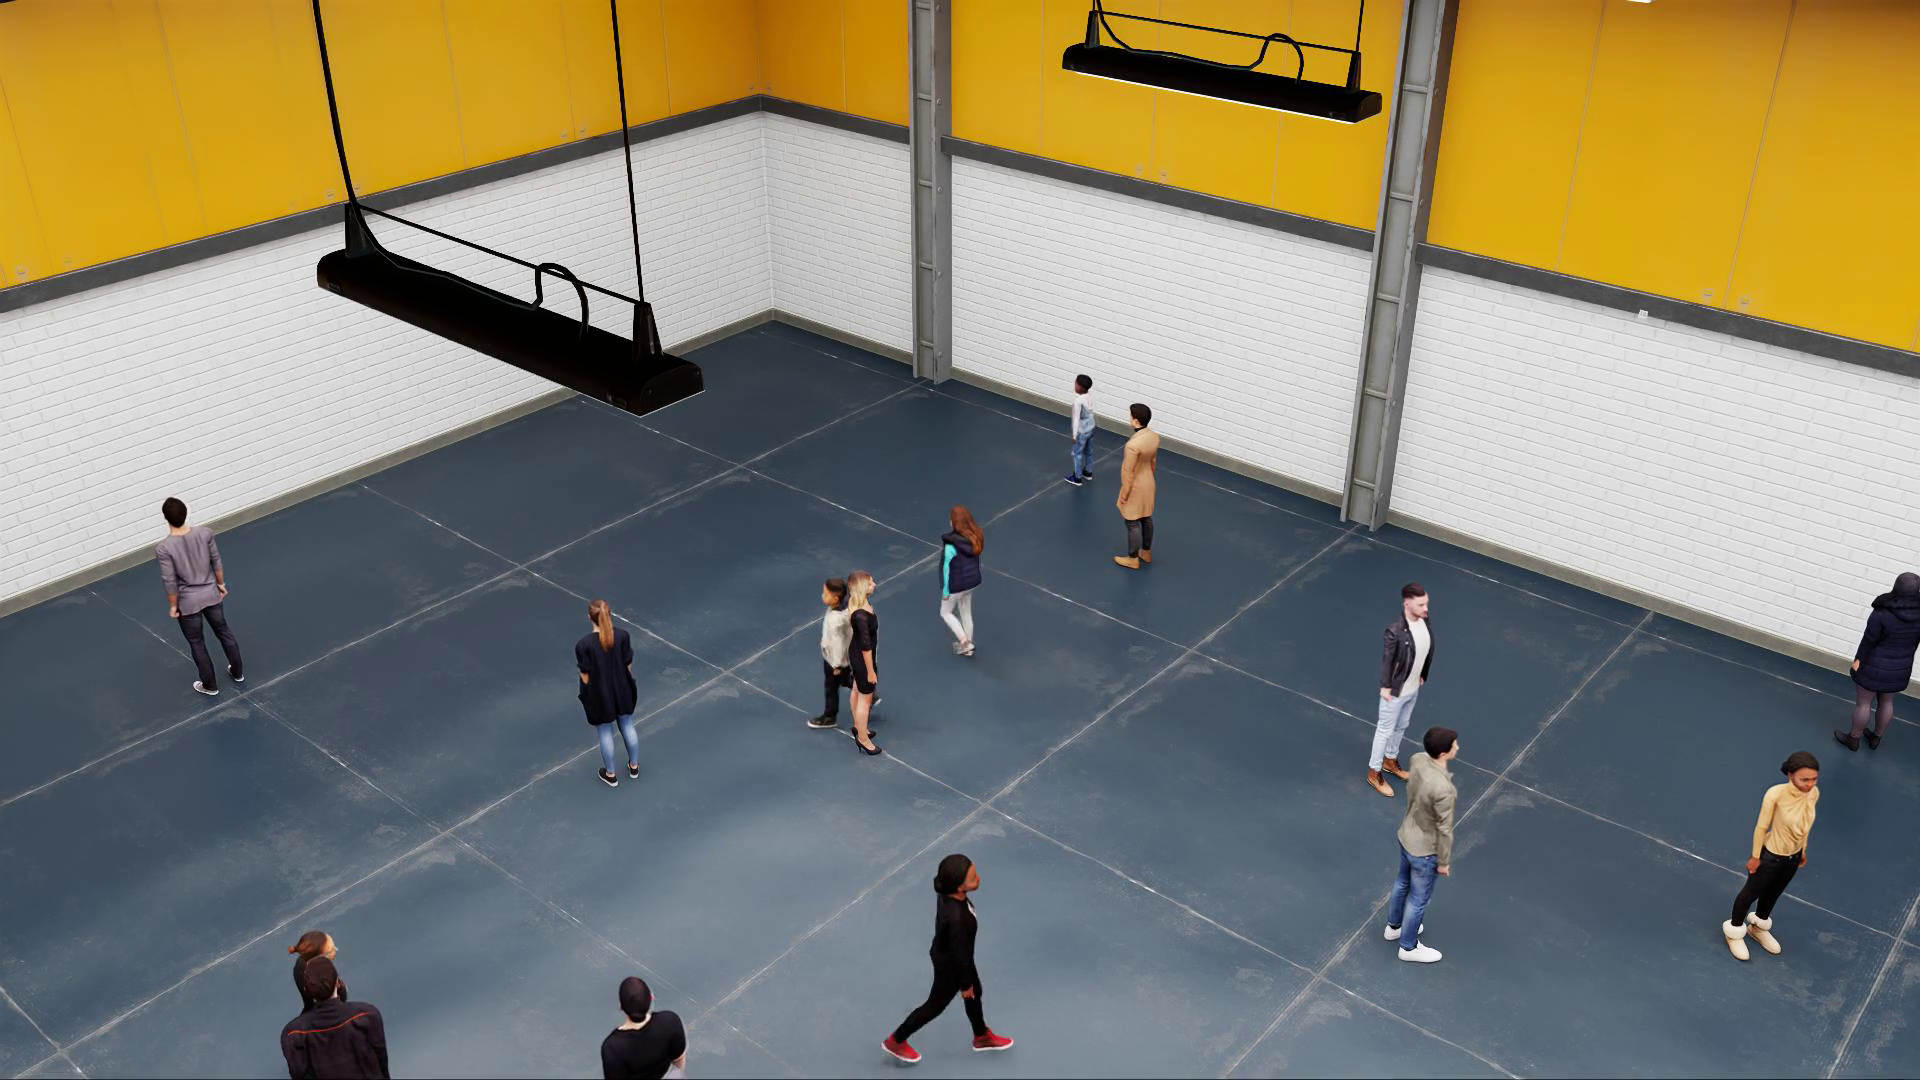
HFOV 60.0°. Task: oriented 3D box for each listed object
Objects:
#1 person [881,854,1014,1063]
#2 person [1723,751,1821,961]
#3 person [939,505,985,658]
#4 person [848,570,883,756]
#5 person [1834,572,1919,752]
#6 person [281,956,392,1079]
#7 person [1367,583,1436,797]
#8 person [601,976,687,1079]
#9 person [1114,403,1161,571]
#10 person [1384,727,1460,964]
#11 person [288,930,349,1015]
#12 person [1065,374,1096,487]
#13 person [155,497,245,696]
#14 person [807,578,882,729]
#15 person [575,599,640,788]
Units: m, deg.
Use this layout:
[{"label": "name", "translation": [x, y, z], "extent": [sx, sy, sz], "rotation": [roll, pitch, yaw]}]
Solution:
[{"label": "person", "translation": [-0.137, 2.685, 10.513], "extent": [1.139, 1.637, 1.062], "rotation": [-1, 29, -1]}, {"label": "person", "translation": [5.640, 2.149, 11.473], "extent": [0.697, 1.660, 0.728], "rotation": [-7, 29, -12]}, {"label": "person", "translation": [0.051, 0.406, 14.849], "extent": [0.571, 1.487, 0.580], "rotation": [23, 36, 36]}, {"label": "person", "translation": [-0.794, 0.983, 13.593], "extent": [0.670, 1.677, 0.587], "rotation": [-5, 29, -10]}, {"label": "person", "translation": [7.559, 0.990, 13.582], "extent": [0.796, 1.675, 0.856], "rotation": [-3, 29, -5]}, {"label": "person", "translation": [-3.464, 3.123, 9.422], "extent": [0.774, 1.915, 0.757], "rotation": [-12, 31, -21]}, {"label": "person", "translation": [3.477, 1.137, 13.145], "extent": [0.690, 1.836, 0.611], "rotation": [-22, 36, -35]}, {"label": "person", "translation": [-1.765, 3.195, 9.452], "extent": [0.729, 1.758, 0.697], "rotation": [-19, 34, -31]}, {"label": "person", "translation": [1.762, -0.531, 16.323], "extent": [0.618, 1.721, 0.634], "rotation": [20, 34, 32]}, {"label": "person", "translation": [3.167, 2.067, 11.410], "extent": [0.843, 1.864, 0.755], "rotation": [-5, 29, -9]}, {"label": "person", "translation": [-3.857, 2.999, 9.929], "extent": [0.903, 1.646, 0.715], "rotation": [25, 37, 38]}, {"label": "person", "translation": [1.335, -1.214, 18.059], "extent": [0.488, 1.257, 0.475], "rotation": [23, 36, 36]}, {"label": "person", "translation": [-6.576, 0.475, 14.339], "extent": [0.514, 1.853, 0.660], "rotation": [22, 35, 34]}, {"label": "person", "translation": [-0.961, 0.943, 13.918], "extent": [0.966, 1.436, 0.879], "rotation": [1, 29, 1]}, {"label": "person", "translation": [-2.779, 1.200, 13.189], "extent": [0.703, 1.683, 0.685], "rotation": [-15, 32, -25]}]
